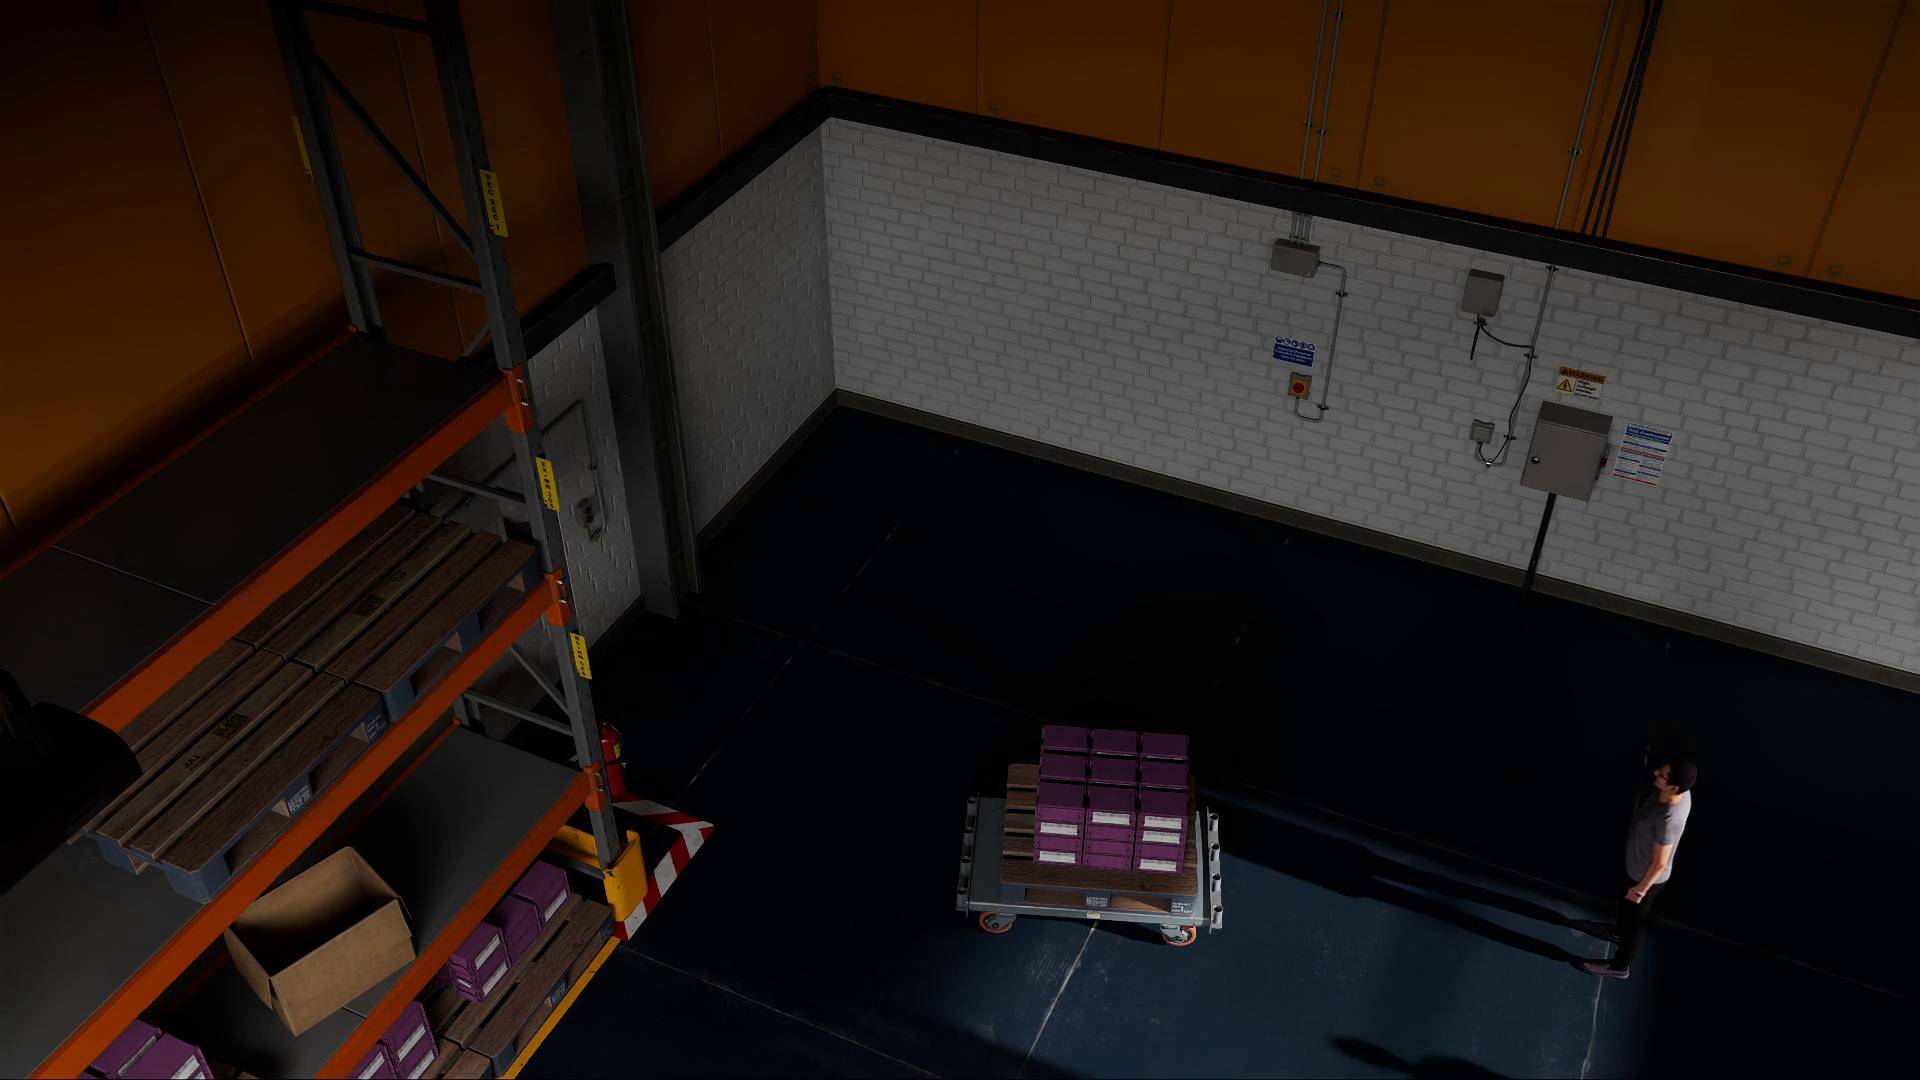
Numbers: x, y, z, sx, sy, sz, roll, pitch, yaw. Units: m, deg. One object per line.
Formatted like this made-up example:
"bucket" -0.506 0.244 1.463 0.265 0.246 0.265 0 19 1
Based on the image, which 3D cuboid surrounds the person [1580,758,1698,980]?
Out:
"person" 4.079 1.925 9.877 0.682 1.754 0.487 15 41 18
